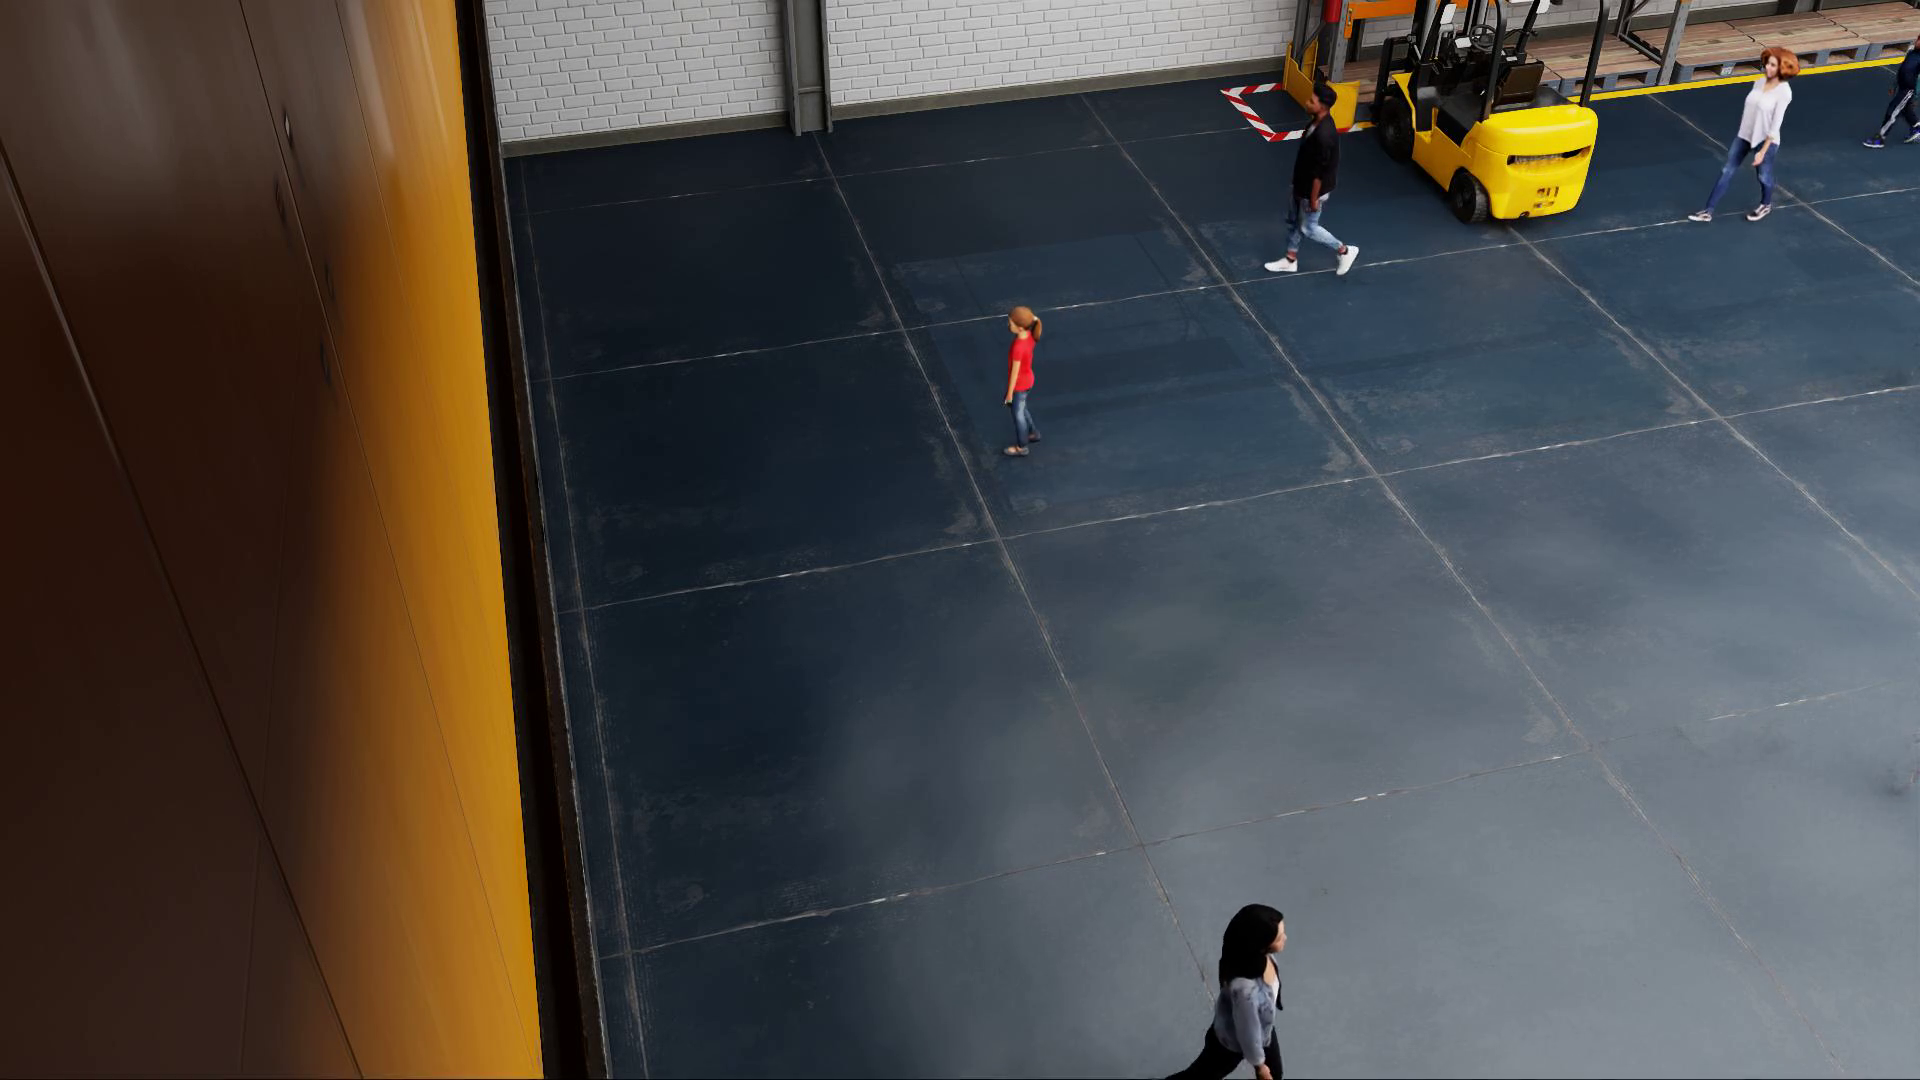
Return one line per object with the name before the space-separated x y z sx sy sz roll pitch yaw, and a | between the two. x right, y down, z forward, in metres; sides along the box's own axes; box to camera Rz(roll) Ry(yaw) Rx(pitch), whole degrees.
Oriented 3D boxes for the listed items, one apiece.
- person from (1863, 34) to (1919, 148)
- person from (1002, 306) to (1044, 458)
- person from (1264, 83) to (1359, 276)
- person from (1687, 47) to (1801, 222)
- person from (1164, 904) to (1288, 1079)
person | 9.635 -4.565 16.792 0.910 1.240 0.648 0 39 0
person | 0.519 -1.177 12.500 0.647 1.302 0.595 10 40 12
person | 3.164 -3.104 14.525 1.123 1.787 0.906 3 39 3
person | 7.452 -3.708 15.371 1.161 1.674 0.776 -16 41 -19
person | 1.220 2.321 7.825 1.208 1.670 1.017 11 40 14
